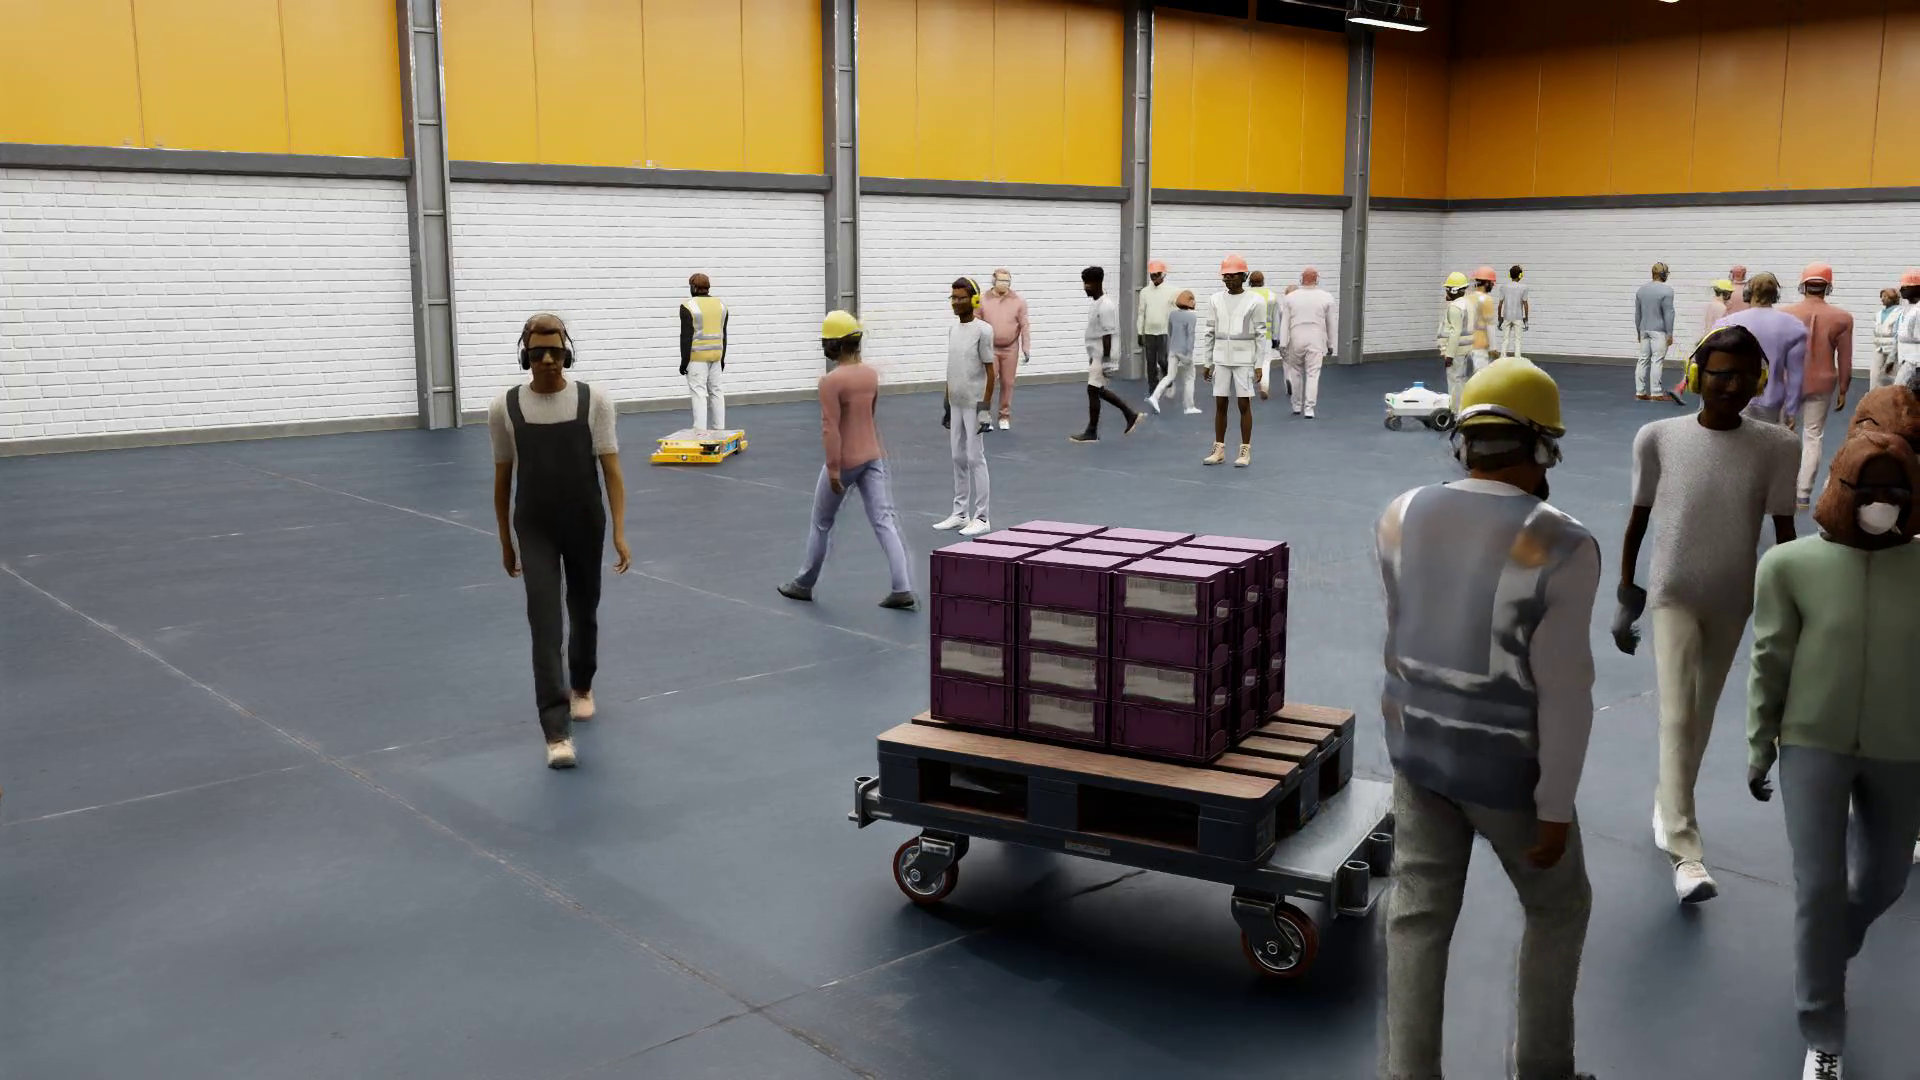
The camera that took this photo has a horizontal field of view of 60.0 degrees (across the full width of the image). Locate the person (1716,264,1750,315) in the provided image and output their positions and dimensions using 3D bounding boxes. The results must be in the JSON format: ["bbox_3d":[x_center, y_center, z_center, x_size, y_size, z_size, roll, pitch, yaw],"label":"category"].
[{"bbox_3d":[10.842,-2.900,23.317,0.649,1.904,0.404,-1,10,-4],"label":"person"}]

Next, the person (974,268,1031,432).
[{"bbox_3d":[0.484,-2.196,19.251,0.667,1.879,0.644,-1,10,-5],"label":"person"}]

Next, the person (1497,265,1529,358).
[{"bbox_3d":[9.413,-3.734,28.302,0.535,1.869,0.314,6,11,32],"label":"person"}]

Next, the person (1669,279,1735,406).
[{"bbox_3d":[10.026,-2.643,22.328,0.802,1.729,0.537,0,10,3],"label":"person"}]

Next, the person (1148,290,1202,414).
[{"bbox_3d":[2.758,-2.391,21.239,0.784,1.603,0.508,-7,12,-35],"label":"person"}]

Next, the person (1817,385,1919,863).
[{"bbox_3d":[3.183,0.275,5.694,0.505,1.598,0.775,-2,10,-11],"label":"person"}]

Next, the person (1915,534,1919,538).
[{"bbox_3d":[2.736,0.453,4.337,0.534,1.669,0.555,-9,13,-41],"label":"person"}]

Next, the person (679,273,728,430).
[{"bbox_3d":[-2.778,-1.943,17.898,0.430,1.843,0.625,8,13,40],"label":"person"}]

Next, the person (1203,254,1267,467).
[{"bbox_3d":[2.619,-1.714,15.970,0.615,2.041,0.387,6,11,31],"label":"person"}]

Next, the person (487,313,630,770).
[{"bbox_3d":[-1.658,-0.038,6.894,0.535,1.809,0.966,-3,10,-15],"label":"person"}]

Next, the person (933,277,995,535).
[{"bbox_3d":[0.036,-0.967,12.130,0.319,1.860,0.532,-7,12,-37],"label":"person"}]

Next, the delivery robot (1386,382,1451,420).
[{"bbox_3d":[5.332,-1.598,19.367,0.707,0.478,0.477,0,10,2],"label":"delivery robot"}]

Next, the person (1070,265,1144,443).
[{"bbox_3d":[1.600,-1.998,17.981,0.726,1.925,0.680,0,10,-1],"label":"person"}]

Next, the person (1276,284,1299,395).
[{"bbox_3d":[4.786,-2.885,24.048,0.521,1.617,0.648,5,11,26],"label":"person"}]

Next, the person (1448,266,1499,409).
[{"bbox_3d":[6.314,-2.410,20.440,0.852,1.910,0.540,-1,10,-6],"label":"person"}]

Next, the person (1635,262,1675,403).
[{"bbox_3d":[9.619,-2.866,23.017,0.364,1.939,0.636,-4,11,-23],"label":"person"}]

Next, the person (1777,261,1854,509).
[{"bbox_3d":[6.792,-1.233,13.335,0.647,1.975,0.445,4,10,21],"label":"person"}]

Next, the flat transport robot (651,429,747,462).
[{"bbox_3d":[-2.603,-0.956,16.712,0.652,0.197,1.431,1,10,4],"label":"flat transport robot"}]

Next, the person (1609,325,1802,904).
[{"bbox_3d":[2.395,0.224,5.316,0.523,1.803,1.033,2,10,12],"label":"person"}]

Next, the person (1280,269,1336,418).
[{"bbox_3d":[4.401,-2.486,21.032,0.674,1.854,0.988,2,10,14],"label":"person"}]

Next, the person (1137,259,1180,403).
[{"bbox_3d":[2.730,-2.868,22.917,0.639,1.974,0.480,6,12,33],"label":"person"}]

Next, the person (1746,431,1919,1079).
[{"bbox_3d":[2.227,0.519,4.152,0.515,1.600,0.727,3,10,15],"label":"person"}]

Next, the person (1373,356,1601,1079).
[{"bbox_3d":[1.253,0.483,3.828,0.667,1.797,0.586,-8,12,-38],"label":"person"}]

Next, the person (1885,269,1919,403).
[{"bbox_3d":[10.143,-1.943,17.786,1.014,1.880,0.571,2,10,9],"label":"person"}]

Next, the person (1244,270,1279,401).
[{"bbox_3d":[4.112,-2.846,23.215,0.644,1.838,0.466,1,10,4],"label":"person"}]

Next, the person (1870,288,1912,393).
[{"bbox_3d":[12.050,-2.450,21.496,0.658,1.622,0.516,-3,10,-18],"label":"person"}]

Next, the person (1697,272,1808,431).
[{"bbox_3d":[5.629,-0.951,11.902,0.643,1.899,0.896,2,10,10],"label":"person"}]

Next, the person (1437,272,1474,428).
[{"bbox_3d":[5.822,-2.228,19.590,0.404,1.835,0.587,6,11,30],"label":"person"}]

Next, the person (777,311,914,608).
[{"bbox_3d":[-0.634,-0.460,9.593,0.930,1.715,0.533,8,12,38],"label":"person"}]
